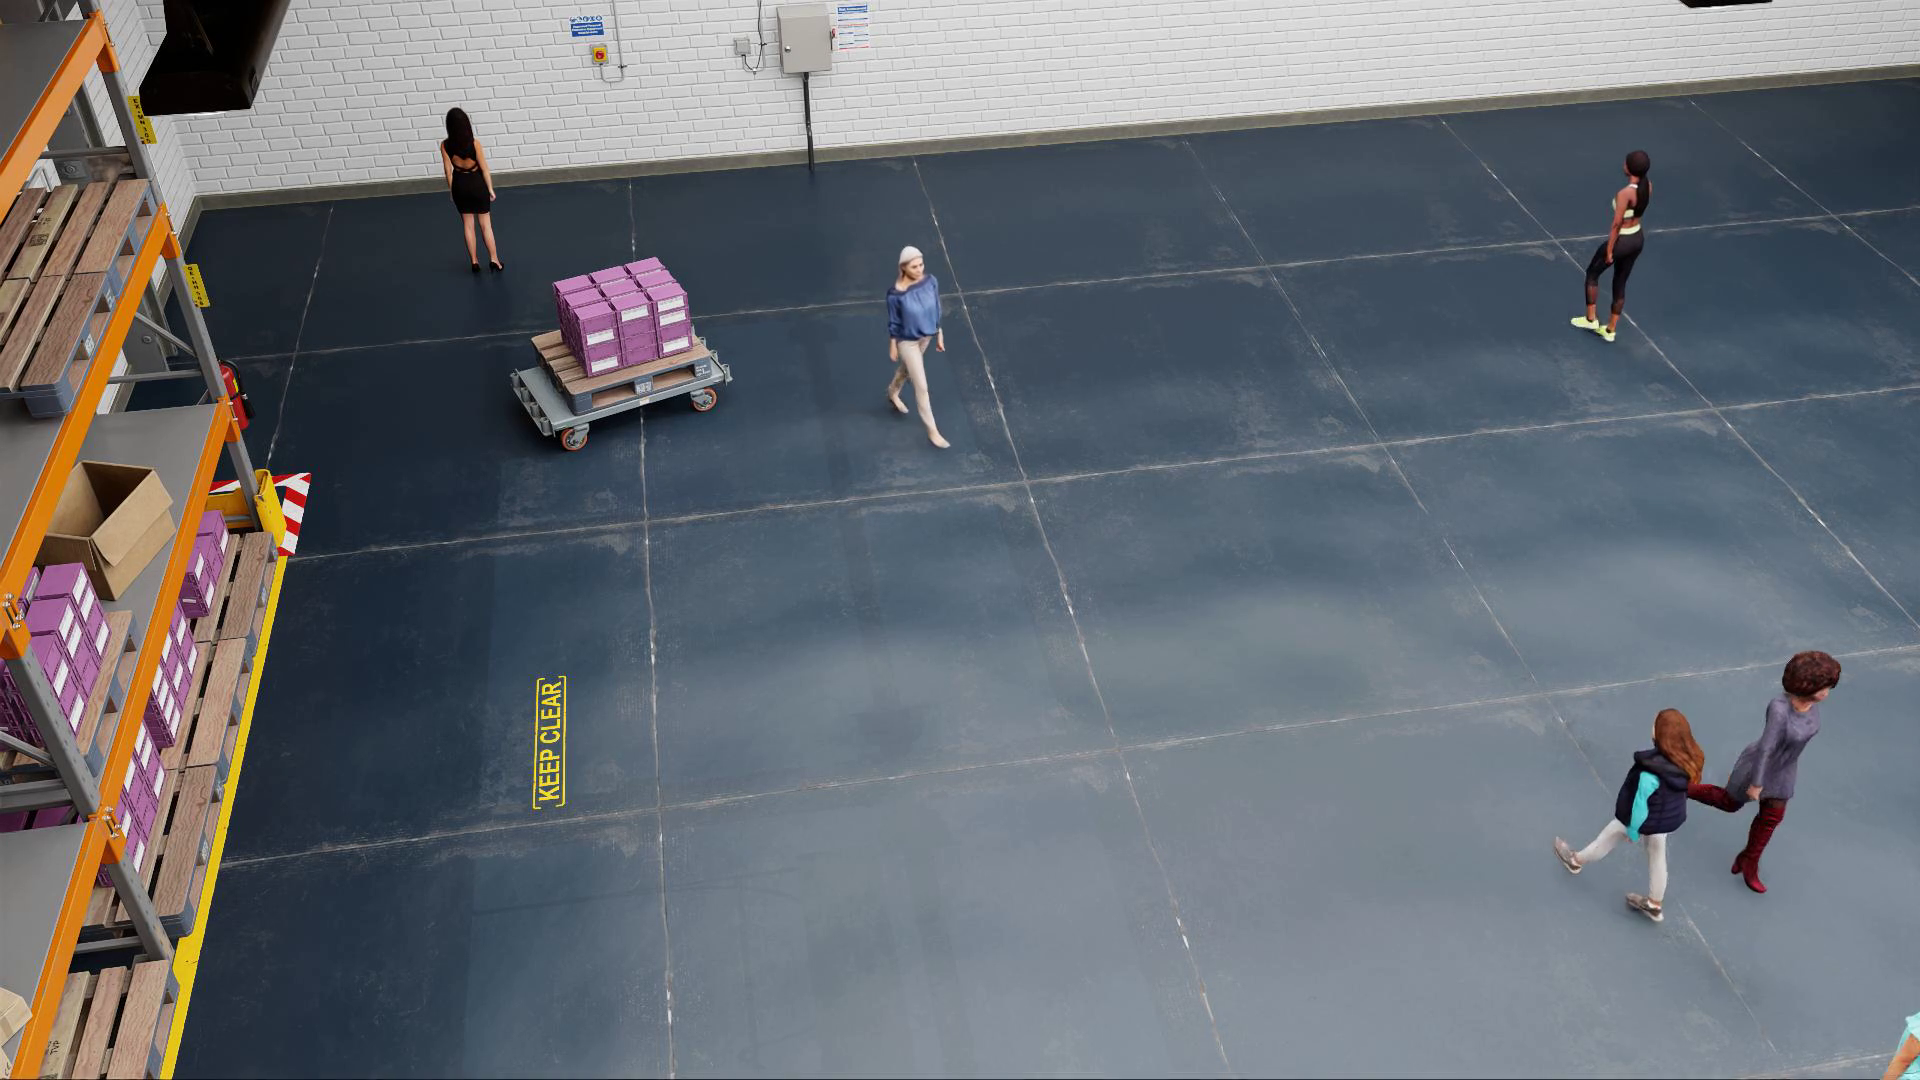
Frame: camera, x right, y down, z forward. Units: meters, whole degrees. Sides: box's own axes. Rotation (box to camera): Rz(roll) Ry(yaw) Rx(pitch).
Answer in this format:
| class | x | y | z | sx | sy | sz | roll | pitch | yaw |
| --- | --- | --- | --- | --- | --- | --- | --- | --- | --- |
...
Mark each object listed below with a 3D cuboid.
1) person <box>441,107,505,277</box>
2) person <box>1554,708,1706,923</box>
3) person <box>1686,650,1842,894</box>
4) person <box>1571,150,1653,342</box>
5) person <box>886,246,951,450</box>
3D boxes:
| class | x | y | z | sx | sy | sz | roll | pitch | yaw |
| --- | --- | --- | --- | --- | --- | --- | --- | --- | --- |
| person | -4.530 | -3.217 | 15.393 | 0.594 | 1.652 | 0.514 | -1 | 39 | -2 |
| person | 4.001 | 1.612 | 9.508 | 0.809 | 1.451 | 1.031 | -25 | 45 | -28 |
| person | 4.641 | 1.281 | 9.736 | 0.776 | 1.684 | 1.123 | -15 | 41 | -18 |
| person | 5.807 | -2.499 | 14.426 | 0.633 | 1.737 | 0.705 | -15 | 41 | -18 |
| person | -0.419 | -1.622 | 13.397 | 0.995 | 1.650 | 1.206 | -27 | 46 | -30 |
